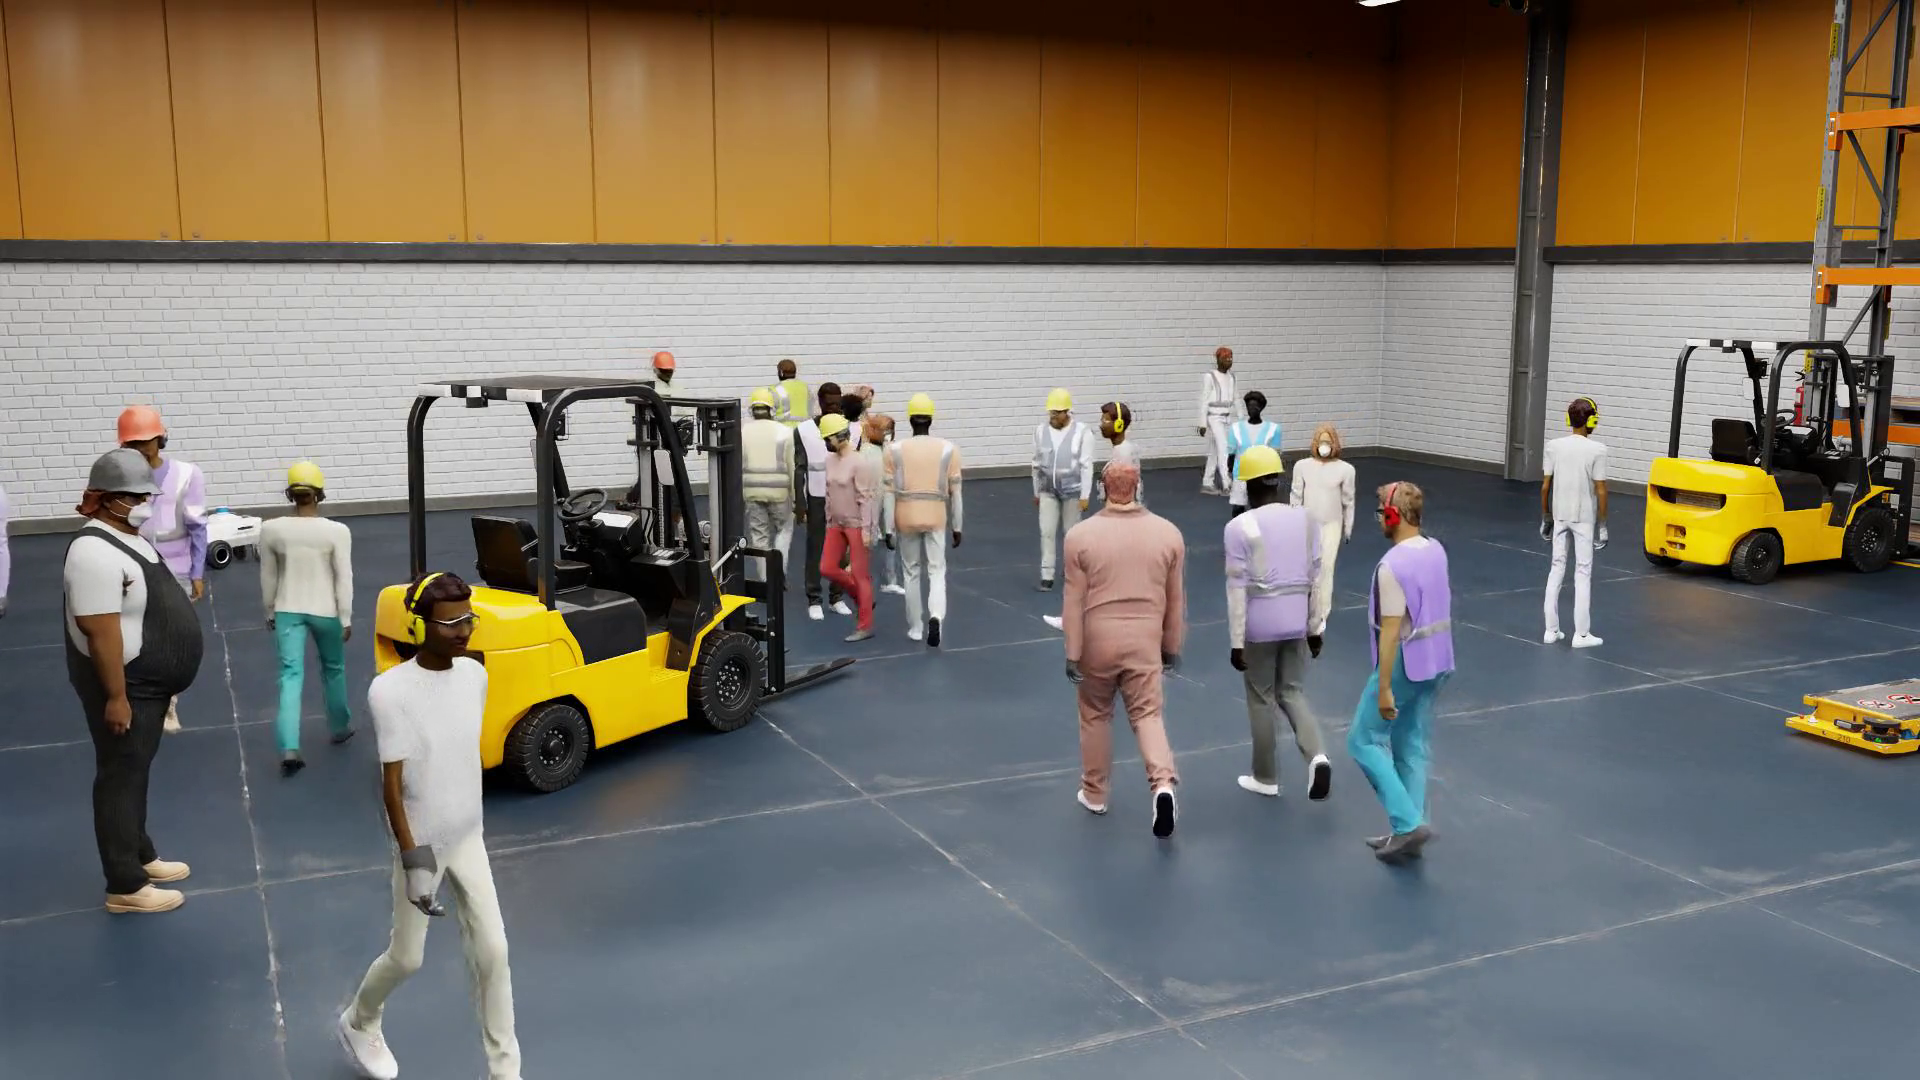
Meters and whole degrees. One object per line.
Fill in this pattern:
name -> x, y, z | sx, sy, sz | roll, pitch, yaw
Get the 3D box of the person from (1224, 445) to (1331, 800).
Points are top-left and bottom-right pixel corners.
person -> 1.669, 0.457, 8.692 | 0.600, 1.899, 0.634 | -4, 10, -26

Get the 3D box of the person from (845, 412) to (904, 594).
person -> -0.804, -0.316, 14.399 | 0.618, 1.605, 0.506 | 5, 11, 29

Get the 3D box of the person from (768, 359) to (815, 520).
person -> -2.041, -1.150, 18.981 | 0.920, 1.797, 0.642 | 8, 12, 40

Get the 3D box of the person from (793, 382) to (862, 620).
person -> -1.059, -0.313, 13.501 | 0.609, 1.922, 0.497 | -5, 10, -26

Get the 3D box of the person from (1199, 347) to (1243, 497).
person -> 3.328, -1.458, 20.685 | 0.602, 1.850, 0.846 | -9, 13, -43

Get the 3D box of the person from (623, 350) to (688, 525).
person -> -3.343, -1.127, 18.356 | 0.821, 1.958, 0.658 | 9, 13, 44

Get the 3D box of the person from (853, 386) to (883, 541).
person -> -0.936, -0.788, 17.280 | 0.740, 1.608, 0.531 | 1, 9, 9

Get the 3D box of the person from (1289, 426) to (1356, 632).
person -> 2.880, -0.121, 13.216 | 0.493, 1.595, 0.856 | 4, 10, 25

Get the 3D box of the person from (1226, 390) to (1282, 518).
person -> 2.811, -0.599, 15.914 | 0.537, 1.687, 0.470 | 2, 9, 15

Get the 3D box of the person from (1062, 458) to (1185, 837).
person -> 0.834, 0.532, 8.336 | 0.642, 1.874, 0.859 | -2, 9, -10

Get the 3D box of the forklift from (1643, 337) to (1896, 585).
forklift -> 7.551, -0.789, 15.507 | 2.313, 2.155, 1.214 | -4, 10, -25

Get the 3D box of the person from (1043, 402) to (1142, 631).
person -> 1.168, -0.135, 12.645 | 1.005, 1.812, 0.544 | -1, 9, -4

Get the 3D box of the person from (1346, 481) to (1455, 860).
person -> 2.093, 0.630, 7.875 | 0.450, 1.818, 0.560 | 9, 13, 43

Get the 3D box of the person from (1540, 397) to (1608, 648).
person -> 4.599, -0.131, 12.443 | 0.309, 1.864, 0.535 | -8, 12, -42

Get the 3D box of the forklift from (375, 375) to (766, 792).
forklift -> -2.268, 0.149, 9.685 | 1.214, 2.155, 2.313 | 6, 11, 32

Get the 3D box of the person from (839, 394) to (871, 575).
person -> -0.943, -0.517, 15.428 | 0.361, 1.680, 0.576 | 5, 10, 27

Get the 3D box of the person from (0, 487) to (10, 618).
person -> -5.895, 0.297, 9.720 | 0.649, 1.887, 0.421 | -5, 10, -27

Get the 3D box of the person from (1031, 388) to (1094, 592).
person -> 0.928, -0.462, 14.742 | 0.602, 1.797, 0.742 | 4, 10, 22

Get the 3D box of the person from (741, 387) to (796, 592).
person -> -1.669, -0.405, 14.302 | 0.602, 1.808, 0.428 | 0, 9, 2

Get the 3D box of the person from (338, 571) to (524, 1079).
person -> -1.771, 0.998, 5.556 | 0.891, 1.833, 0.488 | 6, 11, 35

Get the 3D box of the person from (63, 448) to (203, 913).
person -> -3.637, 0.599, 7.368 | 0.535, 2.000, 0.684 | -3, 10, -17

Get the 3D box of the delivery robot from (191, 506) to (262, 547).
delivery robot -> -7.046, -0.082, 15.902 | 0.477, 0.478, 0.707 | 5, 10, 26

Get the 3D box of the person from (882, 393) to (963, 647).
person -> -0.273, -0.136, 12.351 | 0.600, 1.904, 0.738 | -1, 9, -5

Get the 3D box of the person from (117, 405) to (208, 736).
person -> -4.790, 0.202, 9.920 | 0.596, 2.010, 0.625 | -5, 10, -26

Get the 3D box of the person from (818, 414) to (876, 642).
person -> -0.845, -0.094, 12.619 | 0.429, 1.733, 0.626 | -8, 12, -42

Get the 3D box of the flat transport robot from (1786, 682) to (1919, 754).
flat transport robot -> 5.783, 1.046, 10.072 | 1.431, 0.197, 0.652 | -4, 10, -25

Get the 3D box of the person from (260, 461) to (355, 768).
person -> -3.737, 0.409, 9.524 | 0.528, 1.727, 0.900 | -1, 9, -8
